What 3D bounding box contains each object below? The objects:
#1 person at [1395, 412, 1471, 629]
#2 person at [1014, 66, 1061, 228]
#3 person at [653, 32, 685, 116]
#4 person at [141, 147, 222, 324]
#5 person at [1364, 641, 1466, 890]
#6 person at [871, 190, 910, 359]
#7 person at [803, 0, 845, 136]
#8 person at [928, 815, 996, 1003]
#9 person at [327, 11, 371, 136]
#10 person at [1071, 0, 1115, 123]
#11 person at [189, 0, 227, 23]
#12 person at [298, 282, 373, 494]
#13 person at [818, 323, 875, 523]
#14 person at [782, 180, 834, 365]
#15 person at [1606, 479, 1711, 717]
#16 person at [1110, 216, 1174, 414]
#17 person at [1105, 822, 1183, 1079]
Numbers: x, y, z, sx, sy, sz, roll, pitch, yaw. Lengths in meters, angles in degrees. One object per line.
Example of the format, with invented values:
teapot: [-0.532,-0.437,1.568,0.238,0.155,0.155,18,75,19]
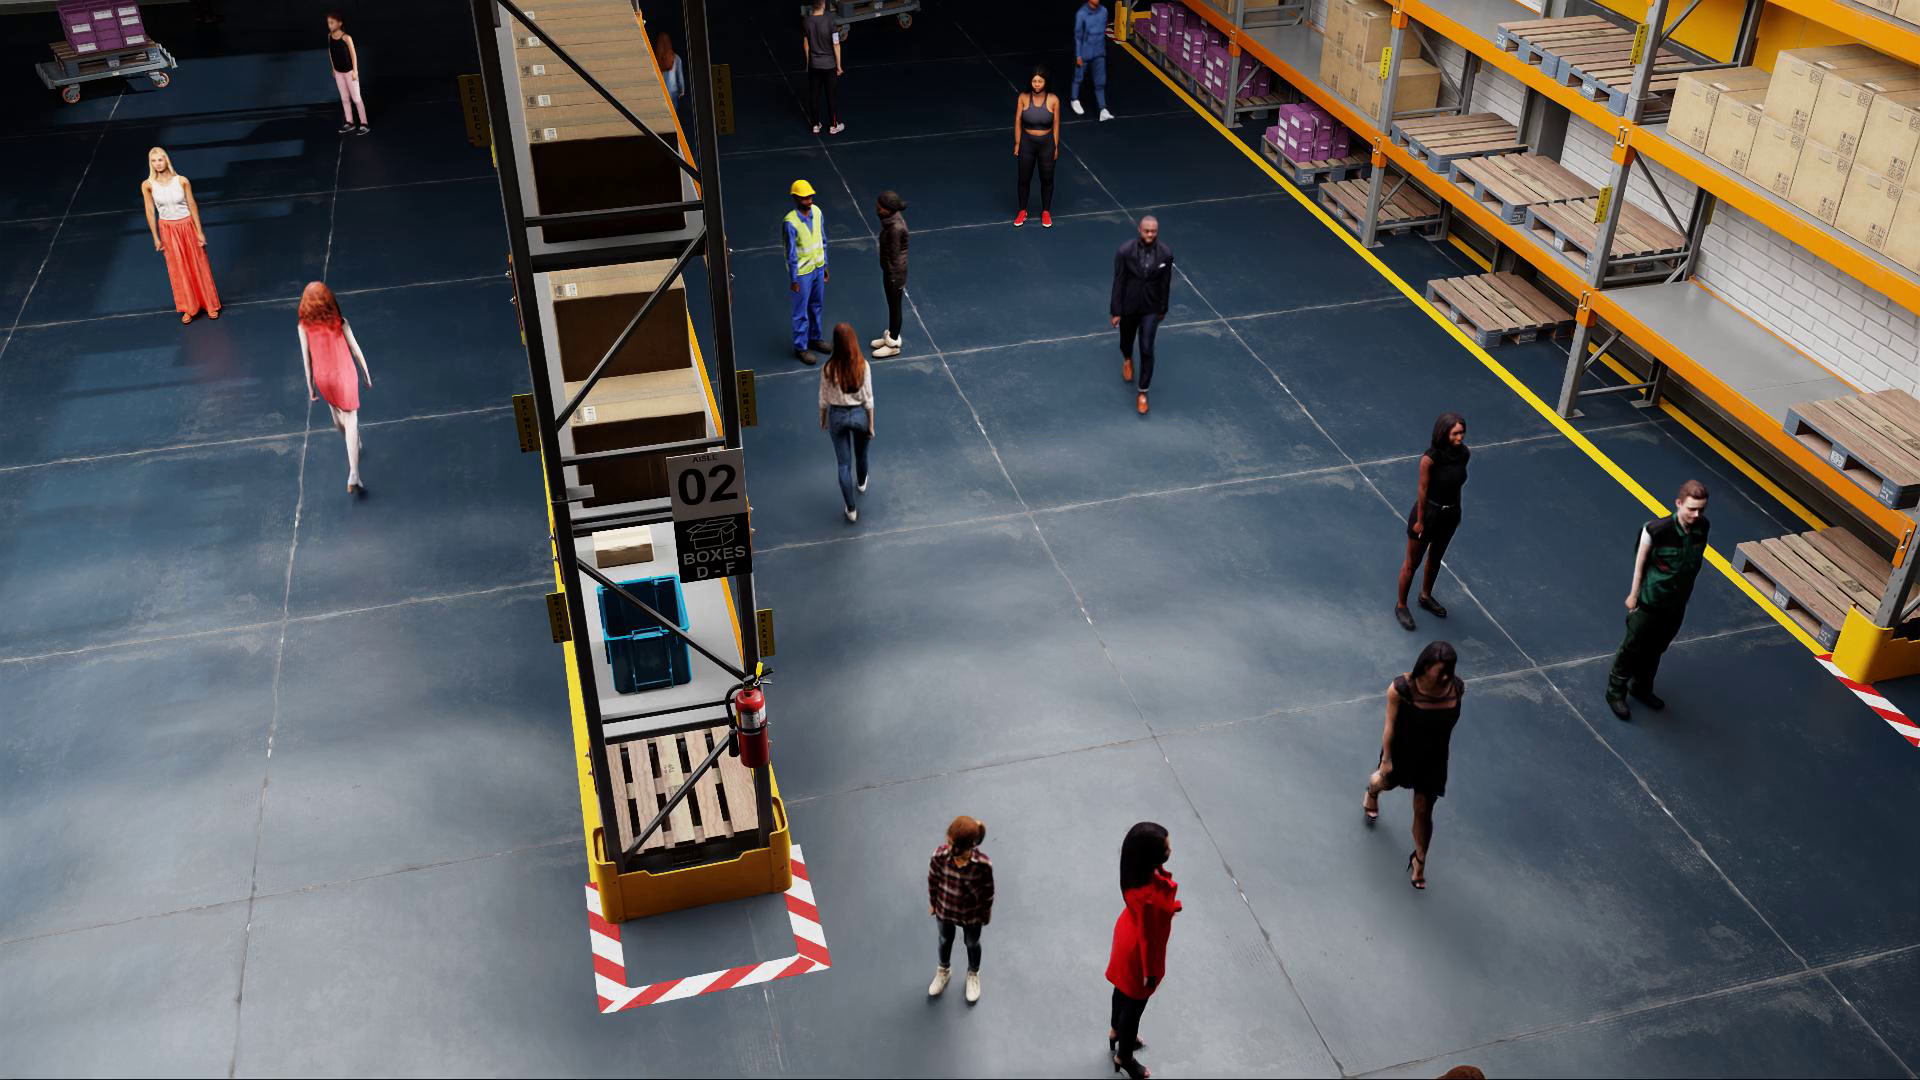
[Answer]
person: [3.518,-0.166,12.331,0.646,1.741,0.607,-18,37,-24]
person: [0.866,-4.433,18.684,0.744,1.816,0.732,3,34,5]
person: [-3.634,-5.539,20.661,0.595,1.469,0.568,-11,35,-16]
person: [-7.803,-3.057,16.625,0.663,1.803,0.622,-14,36,-20]
person: [2.741,1.274,10.226,0.788,1.674,1.113,-2,34,-3]
person: [-0.624,-2.582,16.038,0.635,1.661,0.576,10,35,15]
person: [-1.759,-6.056,21.172,0.715,1.764,0.717,8,34,12]
person: [0.006,2.050,9.391,0.601,1.306,0.623,7,34,11]
person: [-7.837,-5.969,21.221,0.620,1.564,0.663,12,36,18]
person: [1.641,-6.366,21.634,0.839,1.769,1.203,-15,36,-21]
person: [-11.692,-8.844,25.275,0.777,1.865,0.821,15,36,21]
person: [-5.212,-1.242,13.917,0.688,1.779,1.154,-5,34,-8]
person: [-0.903,-0.928,13.510,0.700,1.706,0.984,-2,34,-4]
person: [-1.468,-2.595,15.920,0.779,1.814,0.750,24,41,32]
person: [4.806,0.385,11.415,0.642,1.838,0.579,-10,35,-15]
person: [1.640,-2.143,15.266,0.974,1.785,1.260,3,34,5]
person: [0.953,2.161,8.825,0.740,1.747,0.629,-1,34,-1]
